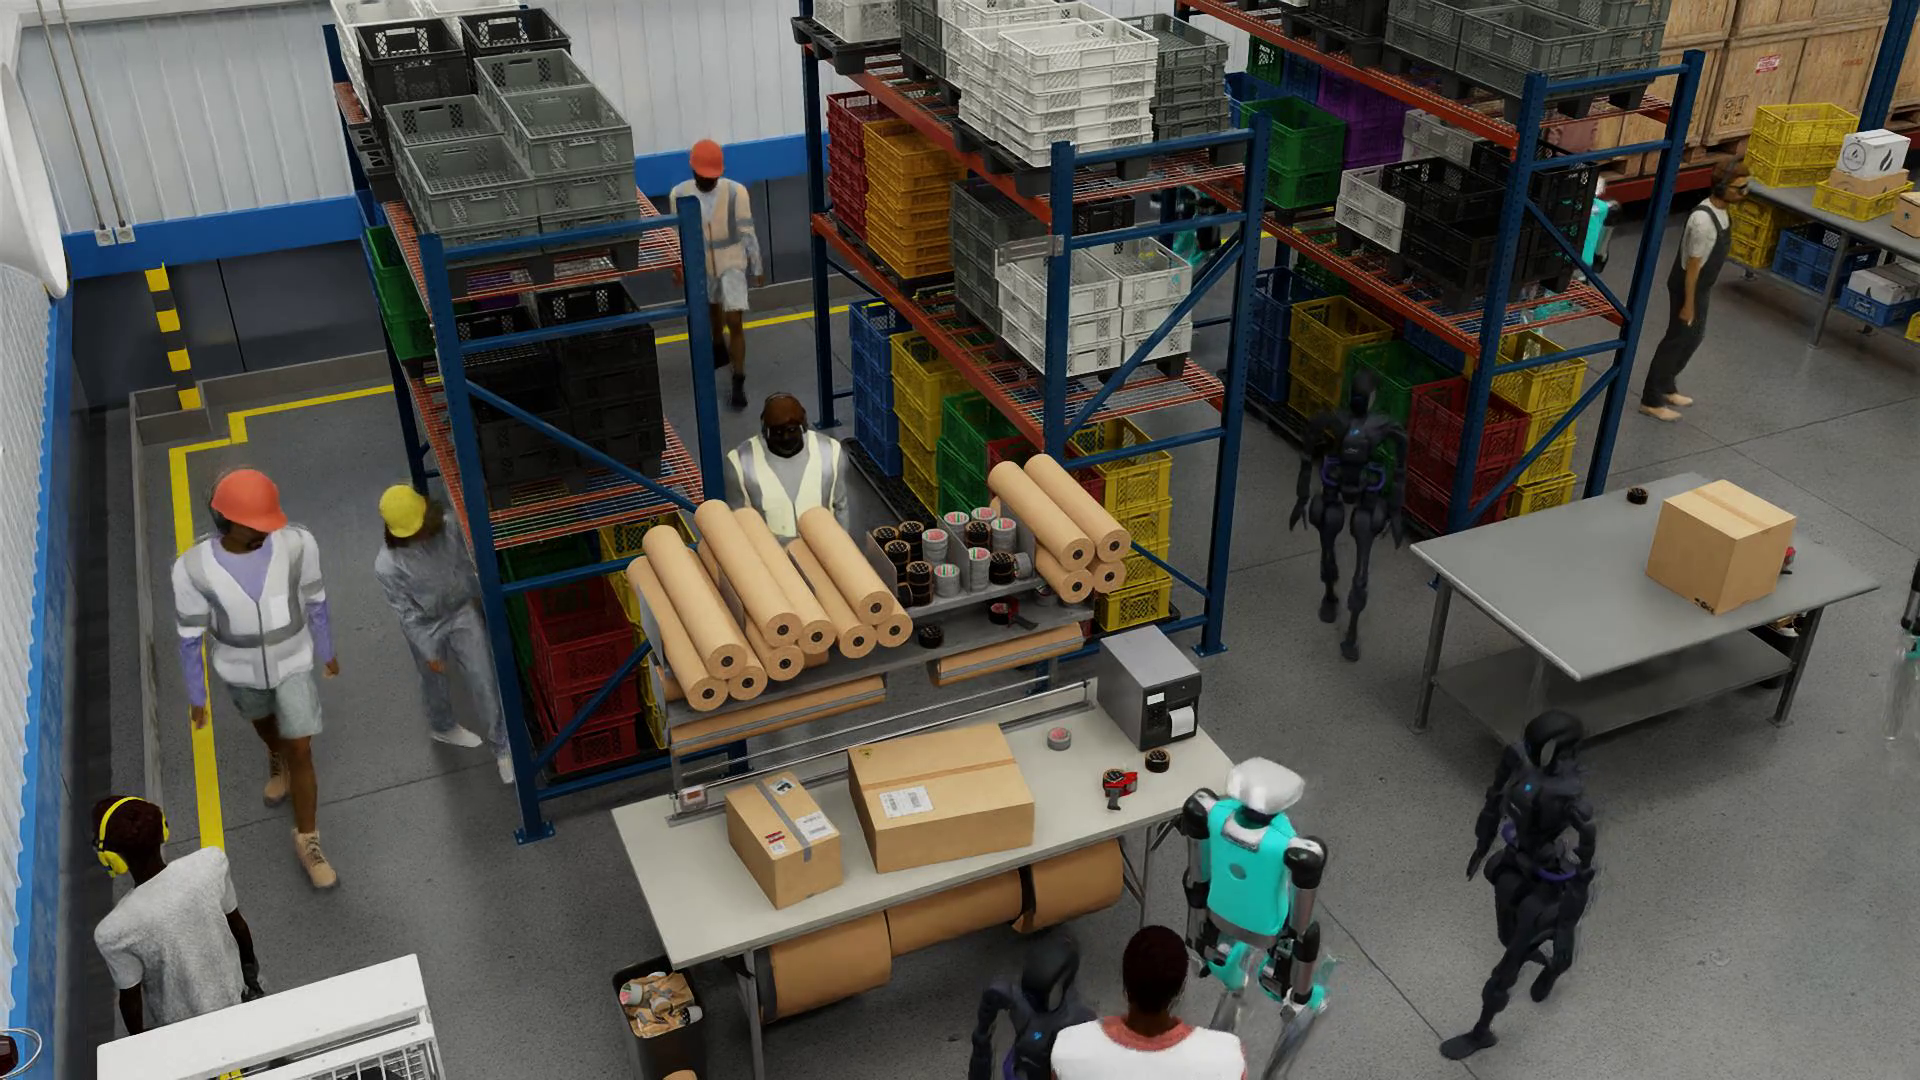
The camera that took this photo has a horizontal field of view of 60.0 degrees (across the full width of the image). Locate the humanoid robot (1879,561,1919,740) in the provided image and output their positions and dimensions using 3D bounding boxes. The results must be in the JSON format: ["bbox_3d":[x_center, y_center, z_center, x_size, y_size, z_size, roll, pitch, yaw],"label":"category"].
[{"bbox_3d":[4.861,0.356,8.039,0.532,1.812,0.767,19,36,28],"label":"humanoid robot"}]

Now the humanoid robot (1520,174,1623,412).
[{"bbox_3d":[4.018,-1.722,11.390,0.532,1.776,0.893,-4,32,-7],"label":"humanoid robot"}]

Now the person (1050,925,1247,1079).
[{"bbox_3d":[0.555,1.971,5.220,0.601,1.903,0.458,3,32,5],"label":"person"}]

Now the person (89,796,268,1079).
[{"bbox_3d":[-2.667,1.631,5.812,0.338,1.858,0.516,18,36,27],"label":"person"}]

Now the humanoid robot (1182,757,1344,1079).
[{"bbox_3d":[1.149,1.469,6.177,0.548,1.788,0.672,23,38,32],"label":"humanoid robot"}]

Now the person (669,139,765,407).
[{"bbox_3d":[-1.692,-1.871,11.478,0.644,1.866,0.998,2,32,3],"label":"person"}]

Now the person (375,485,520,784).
[{"bbox_3d":[-2.441,0.427,7.924,0.547,1.683,0.760,-26,40,-36],"label":"person"}]

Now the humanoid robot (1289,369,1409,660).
[{"bbox_3d":[2.075,-0.164,8.914,0.616,1.629,0.707,10,33,15],"label":"humanoid robot"}]

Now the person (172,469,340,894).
[{"bbox_3d":[-3.128,0.542,7.473,0.664,1.972,1.072,-13,34,-19],"label":"person"}]

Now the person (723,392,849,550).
[{"bbox_3d":[-0.840,0.099,8.310,0.623,1.844,0.431,-9,33,-15],"label":"person"}]

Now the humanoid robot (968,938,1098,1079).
[{"bbox_3d":[0.320,1.888,5.622,0.613,1.630,0.797,17,36,26],"label":"humanoid robot"}]

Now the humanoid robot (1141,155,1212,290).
[{"bbox_3d":[1.756,-2.743,13.021,0.888,1.766,0.536,15,35,23],"label":"humanoid robot"}]

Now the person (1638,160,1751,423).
[{"bbox_3d":[4.938,-1.666,11.186,0.338,1.834,0.507,22,38,32],"label":"person"}]

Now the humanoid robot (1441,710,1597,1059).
[{"bbox_3d":[2.283,1.317,6.522,0.718,1.638,0.612,-13,34,-20],"label":"humanoid robot"}]

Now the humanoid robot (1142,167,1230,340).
[{"bbox_3d":[1.572,-2.187,12.230,0.778,1.890,0.550,-15,35,-22],"label":"humanoid robot"}]

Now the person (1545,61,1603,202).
[{"bbox_3d":[5.018,-3.154,13.674,0.522,1.761,0.336,-16,35,-24],"label":"person"}]
